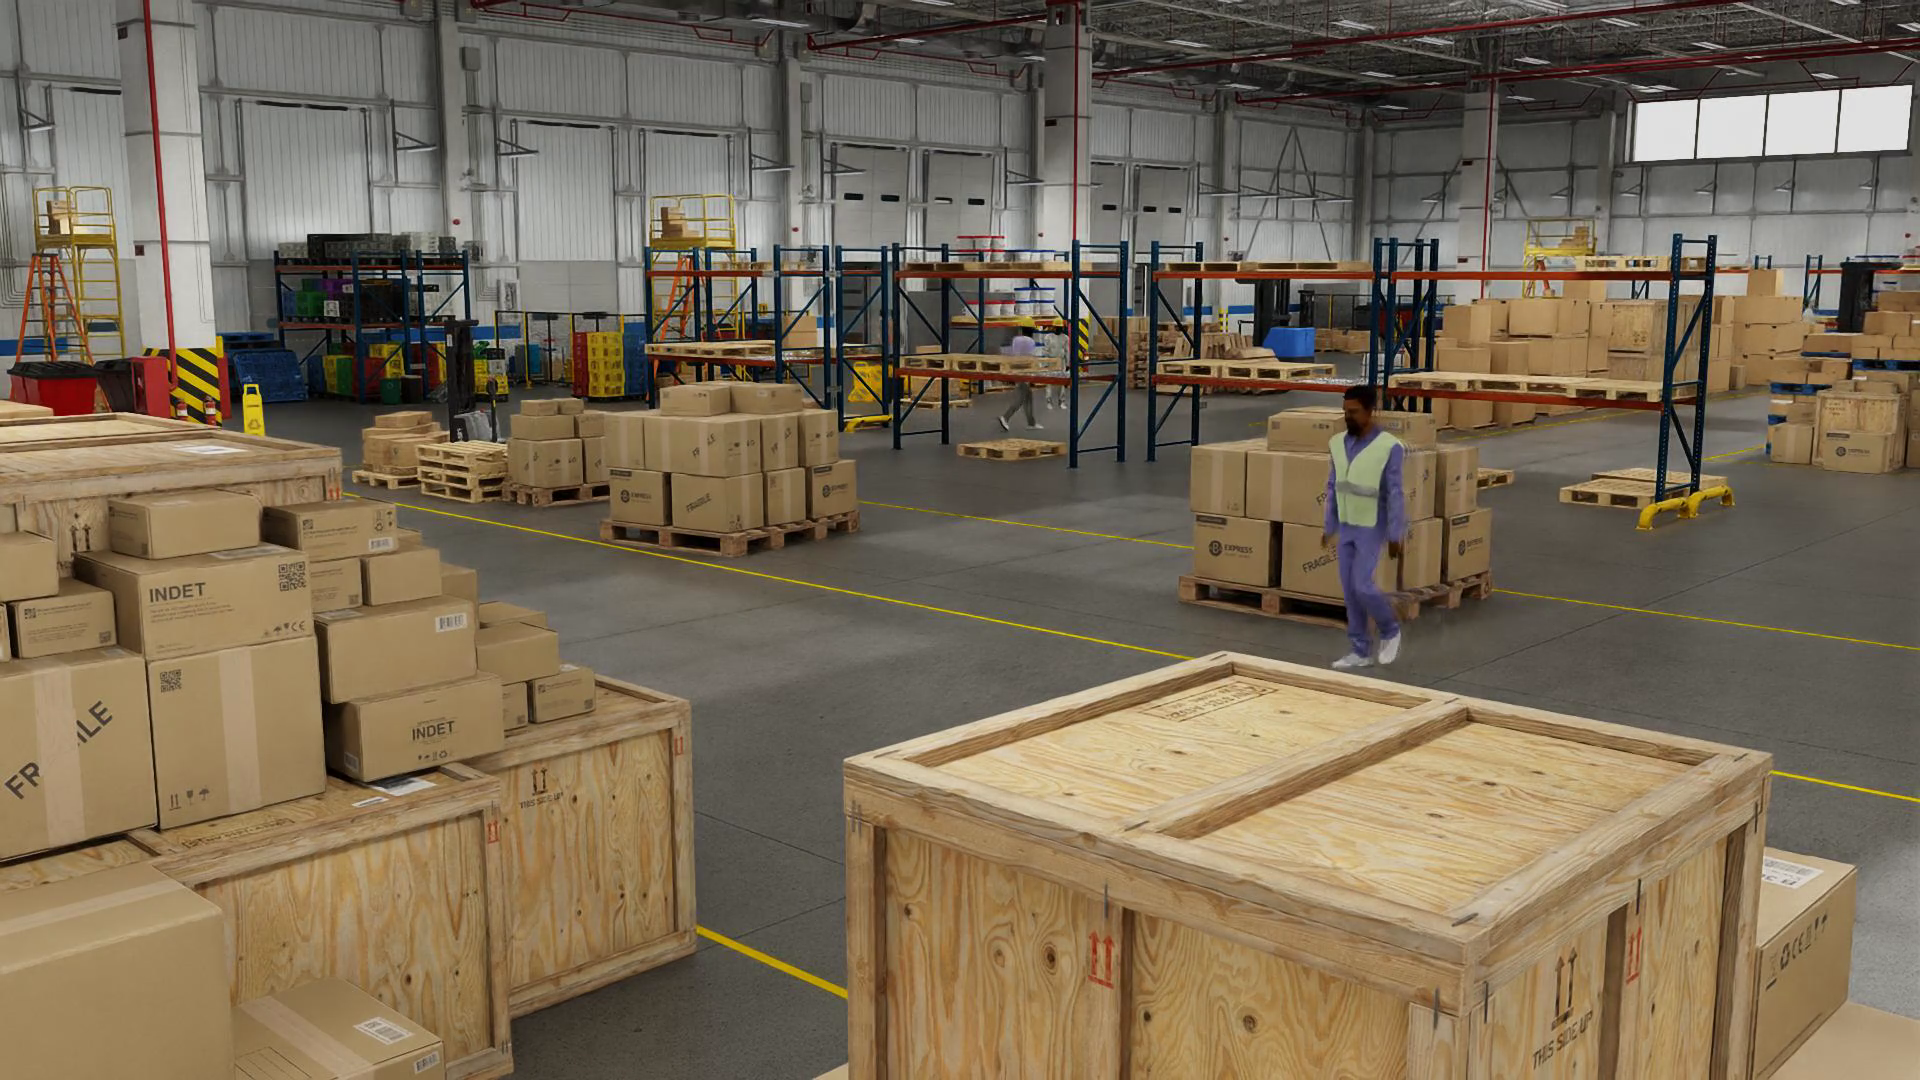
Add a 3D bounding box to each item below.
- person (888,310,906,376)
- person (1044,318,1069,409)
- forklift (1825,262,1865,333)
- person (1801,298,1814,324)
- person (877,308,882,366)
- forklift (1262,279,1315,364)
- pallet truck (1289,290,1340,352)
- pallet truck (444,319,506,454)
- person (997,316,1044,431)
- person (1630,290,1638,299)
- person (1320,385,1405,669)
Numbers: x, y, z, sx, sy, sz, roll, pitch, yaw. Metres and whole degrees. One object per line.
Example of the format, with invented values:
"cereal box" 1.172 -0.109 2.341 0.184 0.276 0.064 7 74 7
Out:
"person" -1.537 -4.891 41.236 0.711 1.658 0.522 -6 11 -31
"person" 1.839 -3.335 31.487 0.485 1.739 0.319 -2 9 -11
"forklift" 22.832 -5.741 42.744 1.873 2.768 1.129 9 13 42
"person" 21.876 -5.274 42.845 0.696 1.917 0.662 7 11 36
"person" -2.056 -5.359 44.234 0.312 1.633 0.520 1 9 4
"forklift" 8.555 -6.090 44.881 1.873 2.768 1.129 9 13 43
"pallet truck" 11.297 -6.951 52.861 1.885 1.965 0.823 -5 11 -29
"pallet truck" -6.981 -1.942 22.150 1.885 1.965 0.823 1 9 9
"person" 0.996 -2.729 27.304 0.884 1.899 0.598 -5 10 -28
"person" 22.584 -7.412 55.887 0.627 1.934 0.371 -9 13 -43
"person" 2.660 -0.080 11.033 0.435 1.901 0.585 -6 11 -31
